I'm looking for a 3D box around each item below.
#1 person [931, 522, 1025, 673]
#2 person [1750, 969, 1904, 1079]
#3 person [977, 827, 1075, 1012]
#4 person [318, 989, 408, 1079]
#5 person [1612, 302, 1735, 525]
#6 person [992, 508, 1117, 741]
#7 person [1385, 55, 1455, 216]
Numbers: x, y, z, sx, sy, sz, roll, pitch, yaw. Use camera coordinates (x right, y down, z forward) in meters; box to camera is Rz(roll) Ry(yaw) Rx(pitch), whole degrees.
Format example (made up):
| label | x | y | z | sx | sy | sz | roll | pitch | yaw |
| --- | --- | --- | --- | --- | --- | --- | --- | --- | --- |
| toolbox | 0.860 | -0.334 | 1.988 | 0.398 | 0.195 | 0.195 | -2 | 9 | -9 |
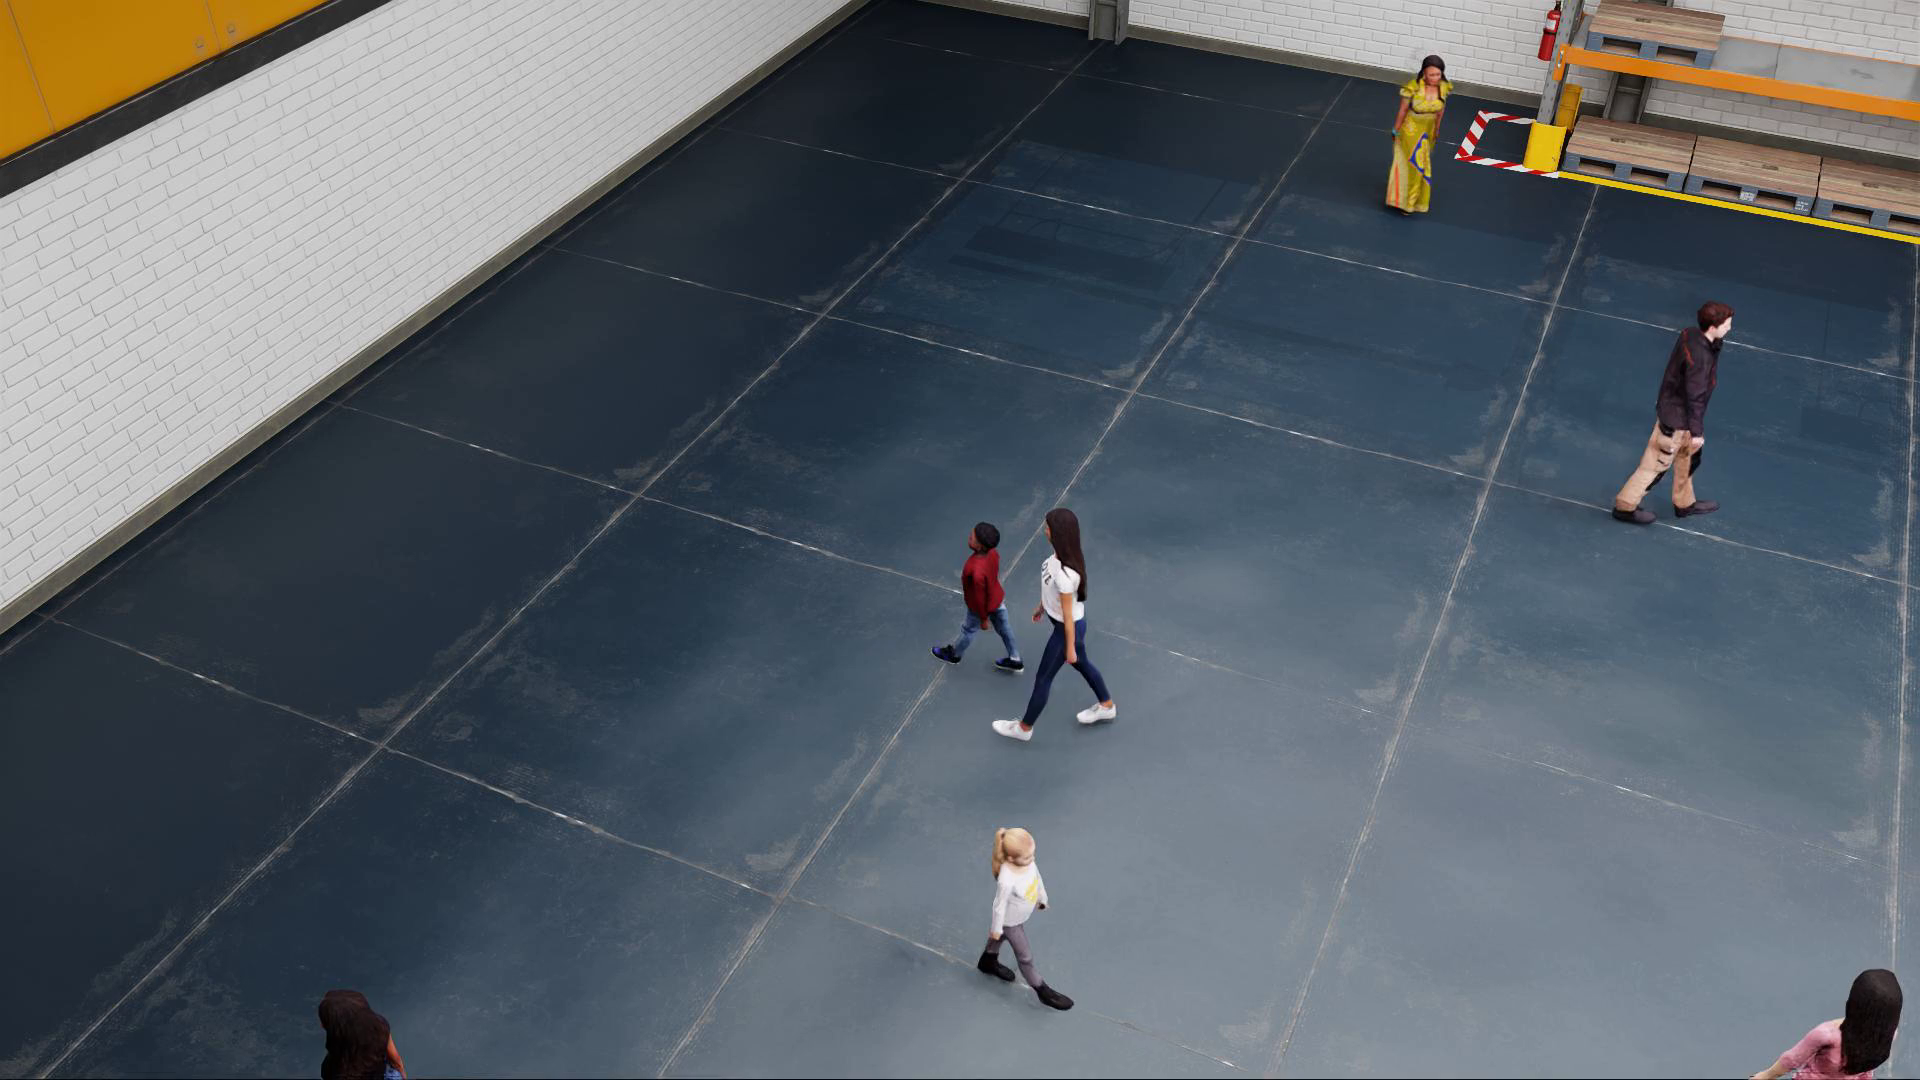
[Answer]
| label | x | y | z | sx | sy | sz | roll | pitch | yaw |
| --- | --- | --- | --- | --- | --- | --- | --- | --- | --- |
| person | 0.228 | 0.418 | 11.046 | 0.863 | 1.229 | 0.518 | 15 | 41 | 18 |
| person | 4.060 | 2.694 | 7.816 | 1.115 | 1.705 | 1.093 | -8 | 39 | -9 |
| person | 0.230 | 1.999 | 9.046 | 0.824 | 1.254 | 0.507 | 17 | 42 | 20 |
| person | -2.623 | 2.714 | 7.786 | 1.171 | 1.710 | 0.737 | 8 | 39 | 9 |
| person | 5.160 | -0.906 | 12.169 | 1.058 | 1.898 | 0.830 | 8 | 39 | 10 |
| person | 0.762 | 0.545 | 10.488 | 1.139 | 1.729 | 0.897 | -1 | 39 | -1 |
| person | 4.446 | -4.010 | 16.285 | 1.194 | 1.611 | 1.239 | -13 | 40 | -15 |
